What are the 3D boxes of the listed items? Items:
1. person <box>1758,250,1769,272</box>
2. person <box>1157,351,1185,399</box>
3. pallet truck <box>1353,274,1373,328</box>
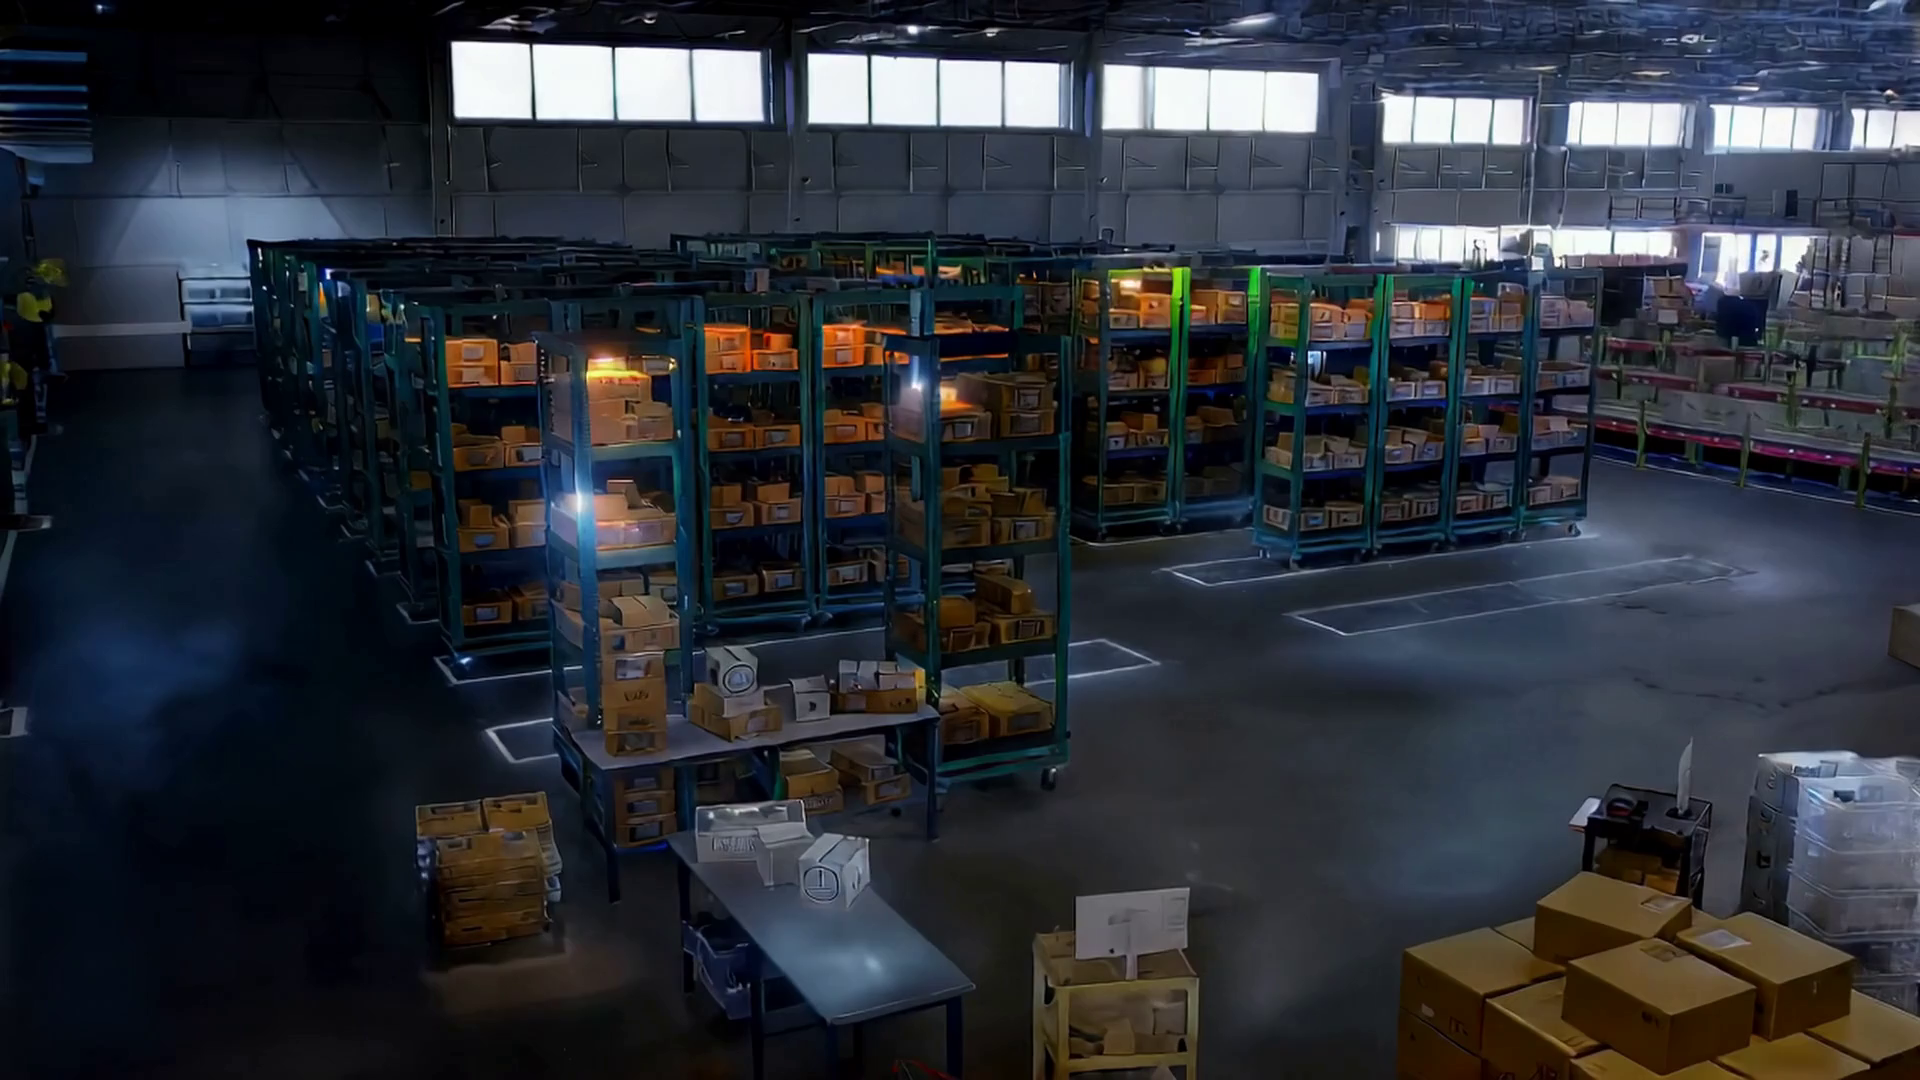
[{"bbox_3d":[35.292,-11.797,73.086,0.583,1.871,0.472,-7,14,-29],"label":"person"},{"bbox_3d":[4.659,-4.065,36.817,0.641,1.908,0.407,-3,12,-13],"label":"person"},{"bbox_3d":[13.011,-8.050,55.243,0.823,1.965,1.885,-7,14,-28],"label":"pallet truck"}]
